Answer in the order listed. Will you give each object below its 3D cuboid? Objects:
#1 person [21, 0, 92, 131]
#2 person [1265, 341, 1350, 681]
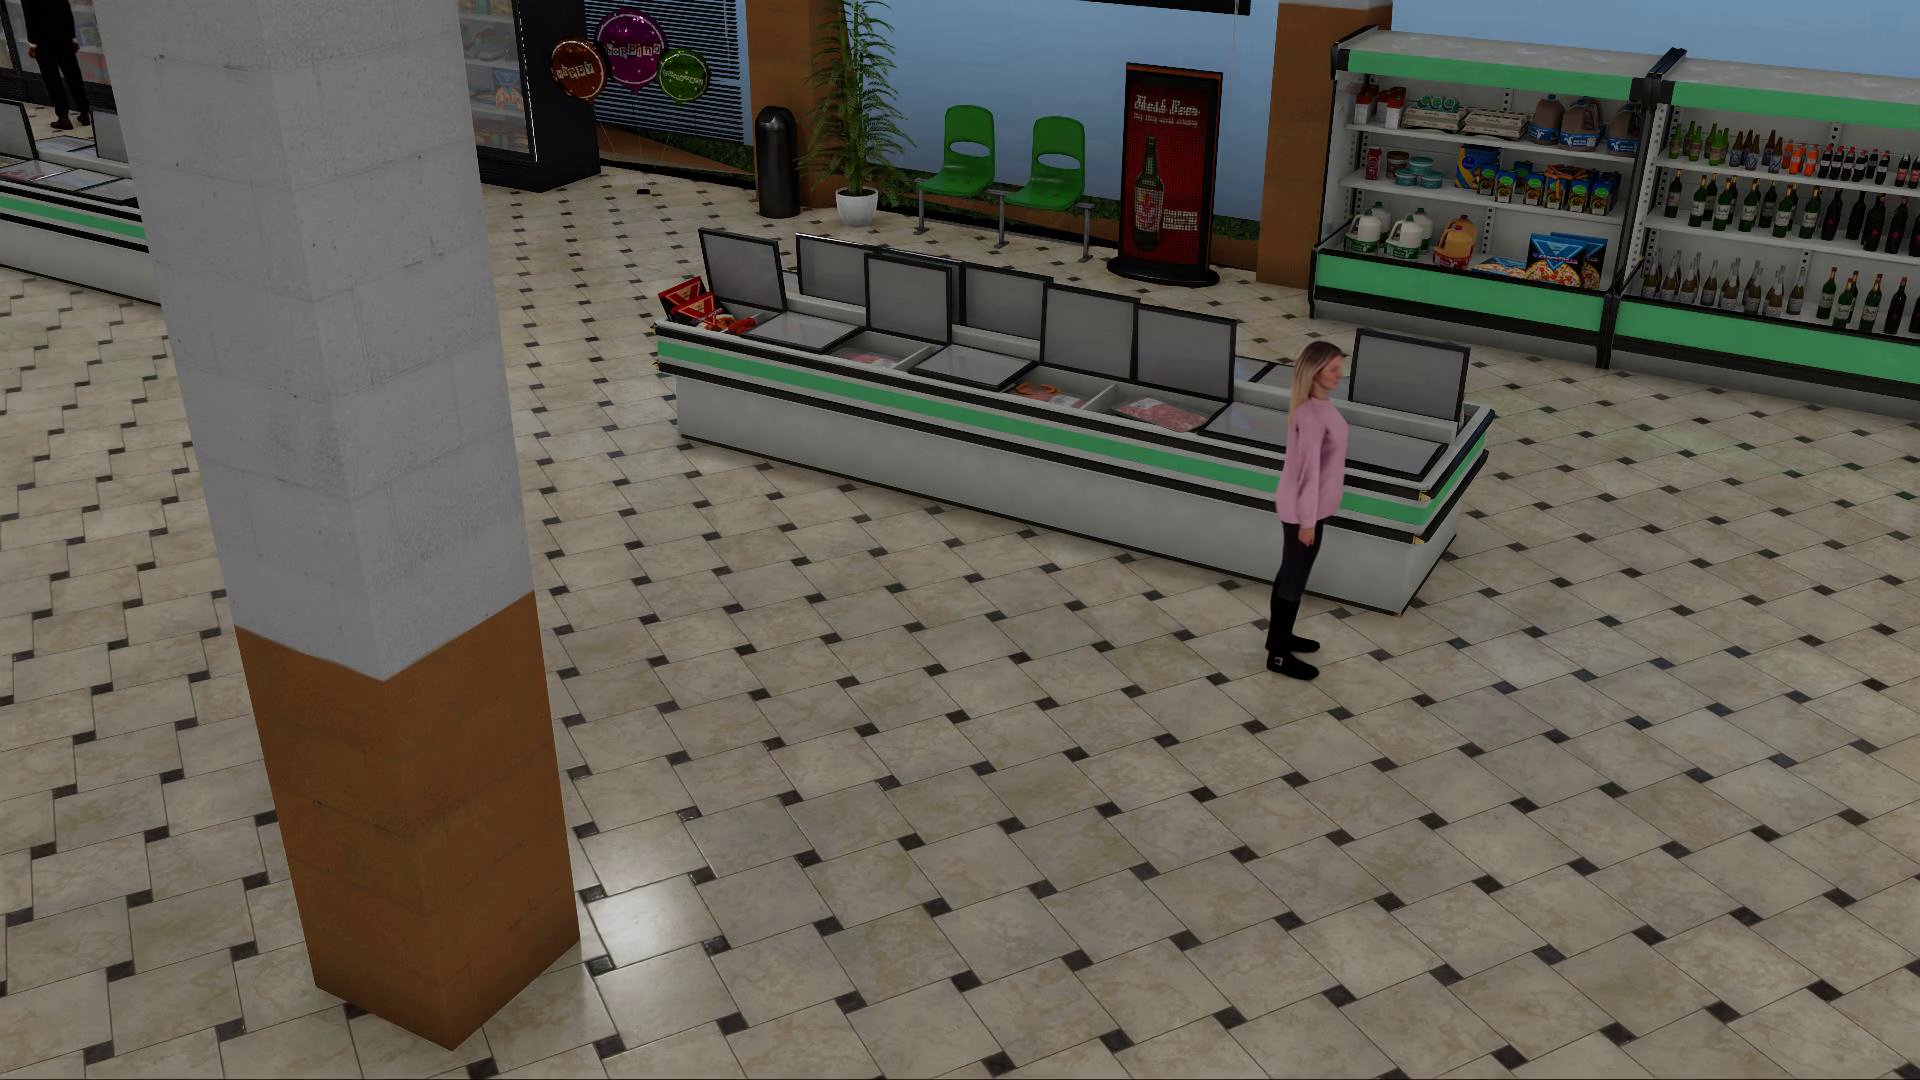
[{"bbox_3d":[-10.011,-5.520,18.343,0.653,1.903,0.725,19,33,33],"label":"person"},{"bbox_3d":[1.650,-0.156,8.003,0.622,1.687,0.652,7,28,13],"label":"person"}]
